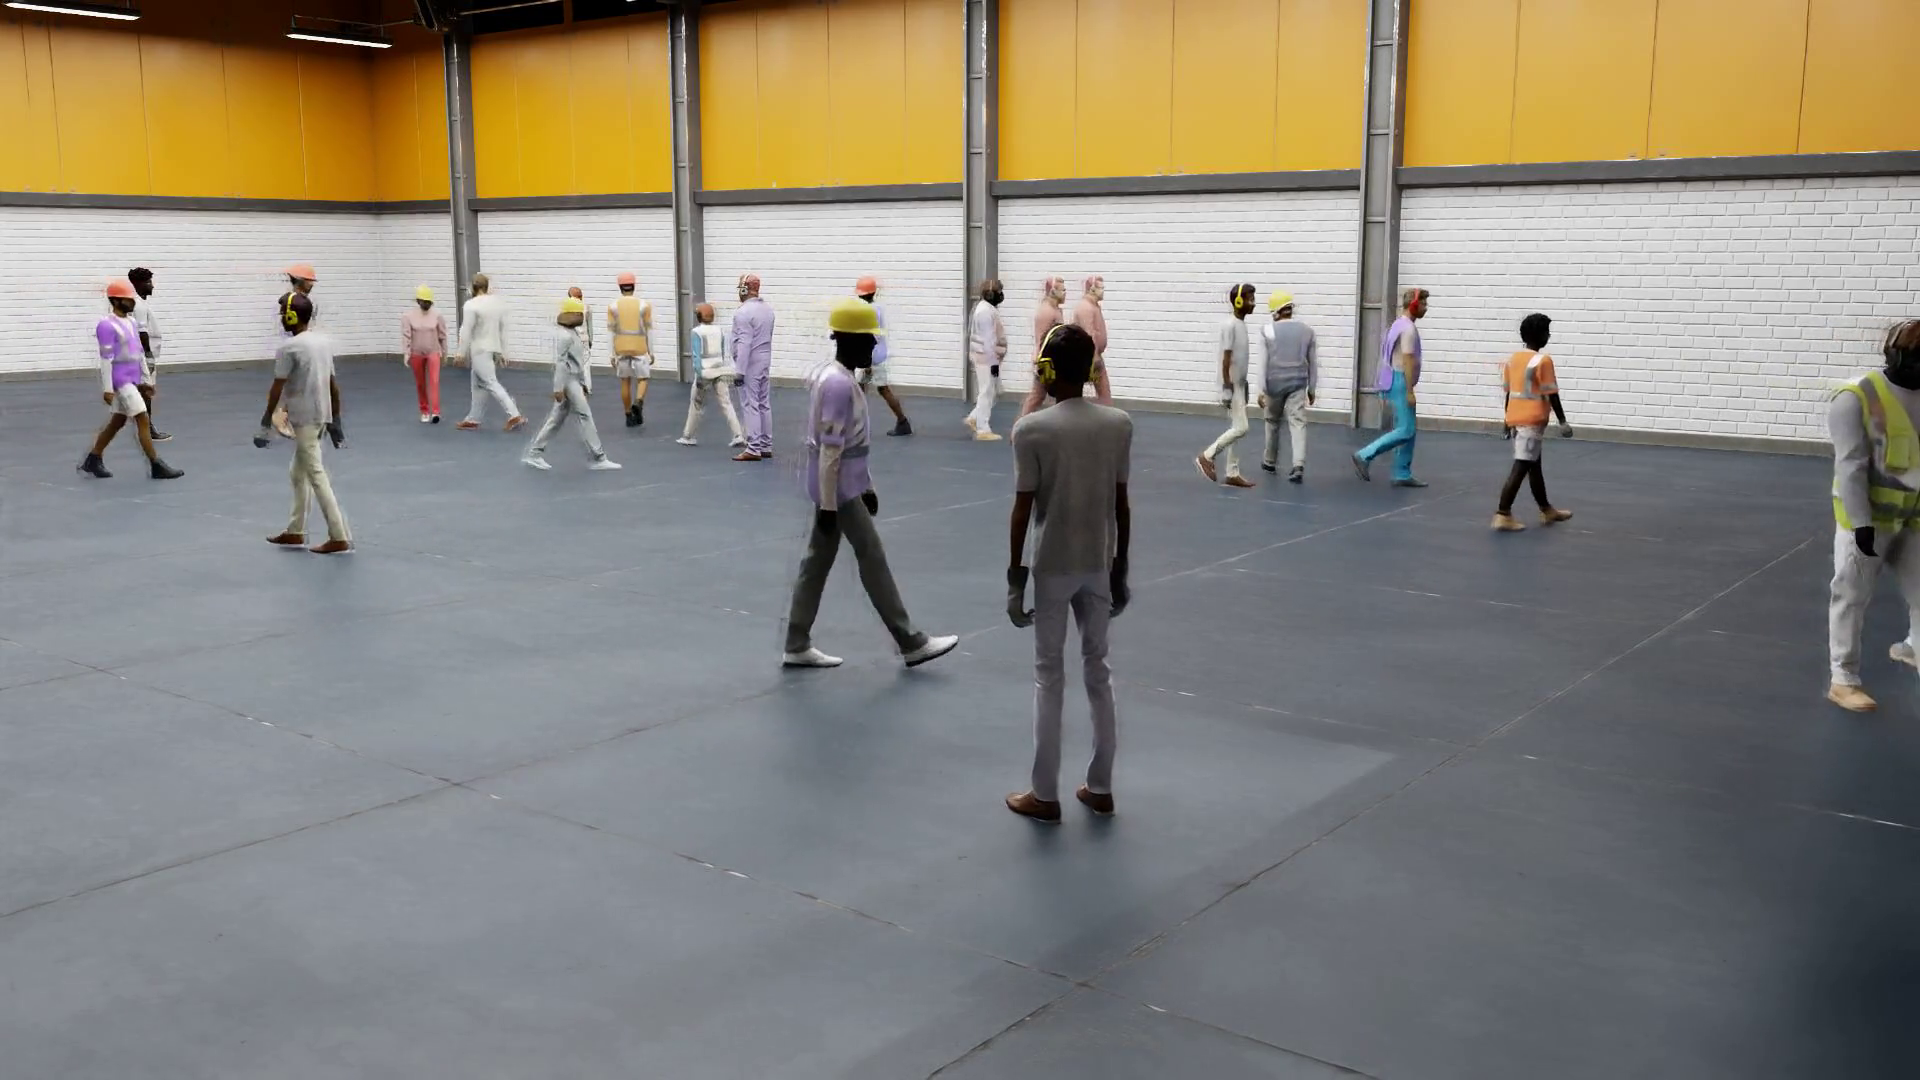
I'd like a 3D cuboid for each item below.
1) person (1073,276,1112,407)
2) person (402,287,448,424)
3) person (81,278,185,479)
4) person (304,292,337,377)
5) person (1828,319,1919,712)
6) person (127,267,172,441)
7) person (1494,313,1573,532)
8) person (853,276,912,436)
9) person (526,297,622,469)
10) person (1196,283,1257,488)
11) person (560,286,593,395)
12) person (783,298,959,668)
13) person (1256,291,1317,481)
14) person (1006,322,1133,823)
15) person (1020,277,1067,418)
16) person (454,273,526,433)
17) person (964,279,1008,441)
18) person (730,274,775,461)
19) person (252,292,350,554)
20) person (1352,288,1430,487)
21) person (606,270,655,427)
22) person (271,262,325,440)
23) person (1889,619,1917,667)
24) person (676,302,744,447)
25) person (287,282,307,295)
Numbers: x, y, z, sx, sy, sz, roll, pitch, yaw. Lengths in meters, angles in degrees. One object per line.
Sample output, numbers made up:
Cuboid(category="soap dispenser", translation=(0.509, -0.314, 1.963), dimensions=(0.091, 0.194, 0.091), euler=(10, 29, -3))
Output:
Cuboid(category="person", translation=(1.468, -2.158, 19.501), dimensions=(0.967, 1.865, 0.644), euler=(3, 10, 17))
Cuboid(category="person", translation=(-6.639, -2.283, 20.669), dimensions=(0.542, 1.698, 0.930), euler=(-3, 10, -17))
Cuboid(category="person", translation=(-7.870, -1.505, 15.609), dimensions=(0.981, 1.894, 0.561), euler=(0, 10, -2))
Cuboid(category="person", translation=(-11.040, -3.575, 27.970), dimensions=(0.925, 1.783, 0.613), euler=(-10, 14, -44))
Cuboid(category="person", translation=(4.234, -0.063, 7.438), dimensions=(0.626, 1.811, 0.825), euler=(-1, 10, -3))
Cuboid(category="person", translation=(-9.218, -2.096, 18.821), dimensions=(0.367, 1.966, 0.605), euler=(-6, 12, -32))
Cuboid(category="person", translation=(4.417, -0.887, 12.680), dimensions=(0.749, 1.661, 0.540), euler=(-1, 10, -8))
Cuboid(category="person", translation=(-1.019, -2.119, 19.249), dimensions=(1.006, 1.874, 0.578), euler=(-1, 10, -7))
Cuboid(category="person", translation=(-3.840, -1.524, 16.274), dimensions=(0.917, 1.698, 0.493), euler=(-1, 10, -6))
Cuboid(category="person", translation=(2.452, -1.385, 15.005), dimensions=(0.466, 1.855, 0.554), euler=(5, 11, 25))
Cuboid(category="person", translation=(-5.747, -2.981, 24.961), dimensions=(0.508, 1.629, 0.314), euler=(-7, 12, -34))
Cuboid(category="person", translation=(-0.478, -0.268, 8.405), dimensions=(0.944, 1.880, 0.617), euler=(-1, 10, -5))
Cuboid(category="person", translation=(3.075, -1.450, 15.649), dimensions=(0.614, 1.783, 0.963), euler=(-1, 10, -6))
Cuboid(category="person", translation=(0.400, 0.129, 6.195), dimensions=(0.509, 1.860, 0.322), euler=(-4, 11, -22))
Cuboid(category="person", translation=(1.064, -1.932, 18.184), dimensions=(1.011, 1.850, 0.661), euler=(1, 10, 5))
Cuboid(category="person", translation=(-5.599, -2.220, 19.789), dimensions=(1.011, 1.899, 0.661), euler=(3, 10, 16))
Cuboid(category="person", translation=(0.329, -2.031, 18.866), dimensions=(0.432, 1.833, 0.637), euler=(1, 10, 7))
Cuboid(category="person", translation=(-2.151, -1.764, 17.067), dimensions=(0.406, 1.906, 0.654), euler=(3, 10, 19))
Cuboid(category="person", translation=(-4.696, -0.808, 11.696), dimensions=(0.828, 1.837, 0.515), euler=(2, 10, 10))
Cuboid(category="person", translation=(3.922, -1.360, 14.978), dimensions=(0.591, 1.814, 0.578), euler=(2, 10, 14))
Cuboid(category="person", translation=(-3.999, -2.310, 20.187), dimensions=(0.567, 1.922, 0.647), euler=(-1, 10, -6))
Cuboid(category="person", translation=(-7.492, -2.121, 18.812), dimensions=(0.564, 2.020, 0.641), euler=(-4, 10, -20))
Cuboid(category="person", translation=(5.102, -0.234, 8.347), dimensions=(0.349, 1.854, 0.713), euler=(-6, 11, -31))
Cuboid(category="person", translation=(-2.728, -1.810, 18.244), dimensions=(0.885, 1.592, 0.531), euler=(7, 12, 36))
Cuboid(category="person", translation=(-11.981, -4.033, 30.214), dimensions=(0.595, 1.925, 0.371), euler=(10, 14, 44))
